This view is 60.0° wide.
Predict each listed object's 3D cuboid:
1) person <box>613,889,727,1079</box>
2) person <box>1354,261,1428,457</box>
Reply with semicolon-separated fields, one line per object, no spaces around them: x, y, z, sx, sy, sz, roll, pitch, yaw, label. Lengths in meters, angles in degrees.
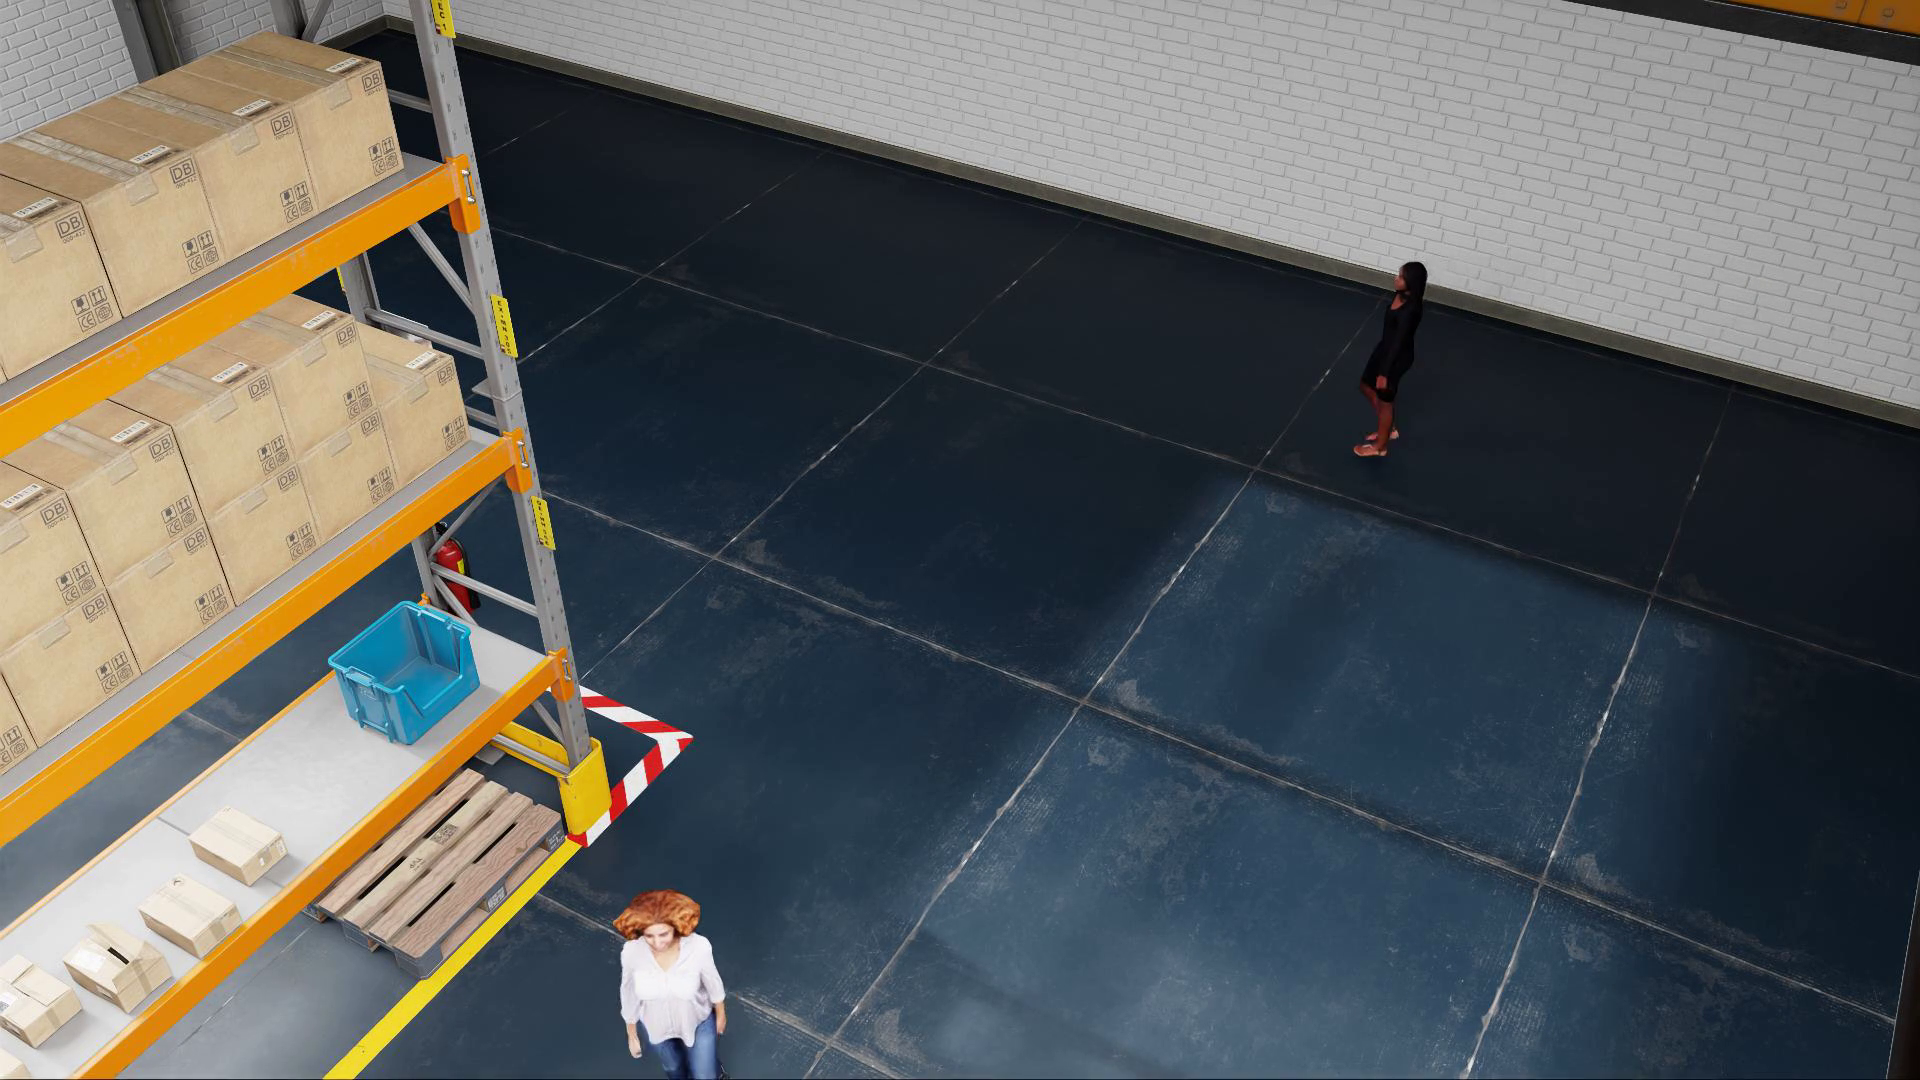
-1.359;2.234;8.073;0.765;1.696;0.792;1;39;1;person
3.335;-1.340;12.536;0.786;1.713;0.665;5;39;6;person
